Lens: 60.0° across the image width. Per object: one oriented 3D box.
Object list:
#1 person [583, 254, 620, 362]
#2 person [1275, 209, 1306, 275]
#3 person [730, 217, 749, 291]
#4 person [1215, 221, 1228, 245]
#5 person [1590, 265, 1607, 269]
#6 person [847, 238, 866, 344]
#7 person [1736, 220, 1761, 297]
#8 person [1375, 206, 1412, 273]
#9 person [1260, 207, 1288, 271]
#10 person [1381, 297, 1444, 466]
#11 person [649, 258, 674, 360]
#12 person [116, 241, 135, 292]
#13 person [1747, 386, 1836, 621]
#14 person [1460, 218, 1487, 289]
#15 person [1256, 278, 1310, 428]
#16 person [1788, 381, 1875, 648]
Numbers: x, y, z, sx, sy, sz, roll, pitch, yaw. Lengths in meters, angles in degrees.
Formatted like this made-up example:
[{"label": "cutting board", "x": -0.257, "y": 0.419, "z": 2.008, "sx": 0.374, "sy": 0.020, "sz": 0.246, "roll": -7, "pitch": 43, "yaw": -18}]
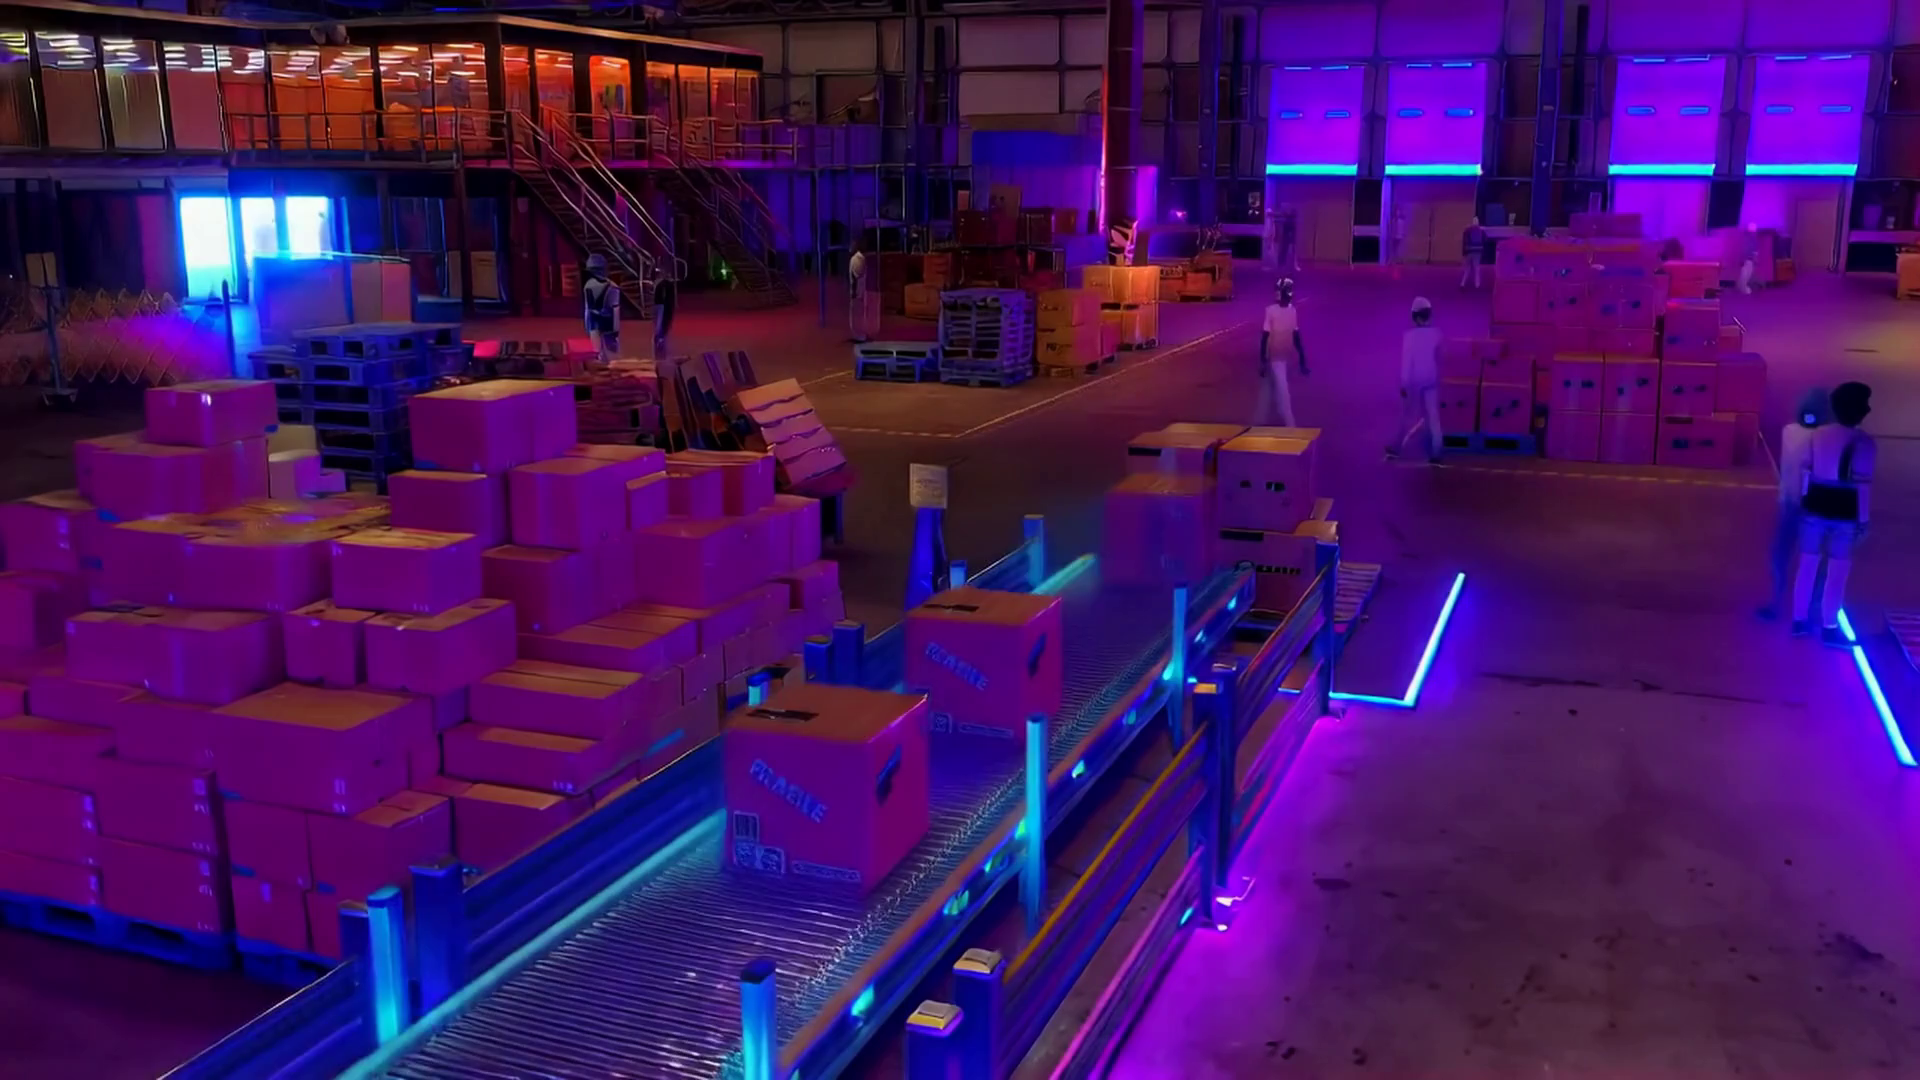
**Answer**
[{"label": "person", "x": -4.702, "y": -2.775, "z": 21.802, "sx": 0.541, "sy": 1.928, "sz": 0.398, "roll": 5, "pitch": 14, "yaw": 21}, {"label": "person", "x": 9.566, "y": -8.620, "z": 48.128, "sx": 0.609, "sy": 1.876, "sz": 1.005, "roll": -11, "pitch": 17, "yaw": -40}, {"label": "person", "x": -5.455, "y": -7.188, "z": 41.798, "sx": 0.814, "sy": 1.857, "sz": 0.613, "roll": -7, "pitch": 14, "yaw": -29}, {"label": "person", "x": 6.452, "y": -7.024, "z": 41.263, "sx": 0.295, "sy": 1.743, "sz": 0.493, "roll": -4, "pitch": 13, "yaw": -18}, {"label": "person", "x": 7.577, "y": -2.366, "z": 20.049, "sx": 0.762, "sy": 1.884, "sz": 0.672, "roll": 0, "pitch": 13, "yaw": 2}, {"label": "person", "x": -1.807, "y": -4.331, "z": 28.959, "sx": 0.329, "sy": 1.842, "sz": 0.515, "roll": 2, "pitch": 13, "yaw": 10}, {"label": "person", "x": 18.805, "y": -6.701, "z": 39.610, "sx": 0.648, "sy": 1.831, "sz": 0.441, "roll": -9, "pitch": 15, "yaw": -35}, {"label": "person", "x": 12.778, "y": -8.836, "z": 48.924, "sx": 0.986, "sy": 1.955, "sz": 0.612, "roll": 6, "pitch": 14, "yaw": 26}, {"label": "person", "x": 9.455, "y": -8.997, "z": 49.771, "sx": 0.622, "sy": 1.907, "sz": 0.971, "roll": -10, "pitch": 16, "yaw": -37}, {"label": "person", "x": 4.760, "y": -1.644, "z": 17.200, "sx": 0.545, "sy": 1.716, "sz": 0.930, "roll": -4, "pitch": 13, "yaw": -17}, {"label": "person", "x": -3.960, "y": -2.833, "z": 22.217, "sx": 0.503, "sy": 1.858, "sz": 0.526, "roll": 0, "pitch": 13, "yaw": 0}, {"label": "person", "x": -17.709, "y": -5.623, "z": 35.202, "sx": 0.499, "sy": 1.634, "sz": 0.279, "roll": -2, "pitch": 13, "yaw": -10}, {"label": "person", "x": 5.634, "y": -0.220, "z": 11.053, "sx": 0.809, "sy": 1.586, "sz": 0.526, "roll": -10, "pitch": 16, "yaw": -38}, {"label": "person", "x": 13.067, "y": -7.292, "z": 42.352, "sx": 0.647, "sy": 1.789, "sz": 0.986, "roll": -1, "pitch": 13, "yaw": -3}, {"label": "person", "x": 3.633, "y": -1.978, "z": 18.438, "sx": 0.542, "sy": 1.823, "sz": 0.946, "roll": -10, "pitch": 16, "yaw": -39}, {"label": "person", "x": 5.573, "y": -0.164, "z": 10.599, "sx": 0.319, "sy": 1.695, "sz": 0.538, "roll": -4, "pitch": 13, "yaw": -17}]
